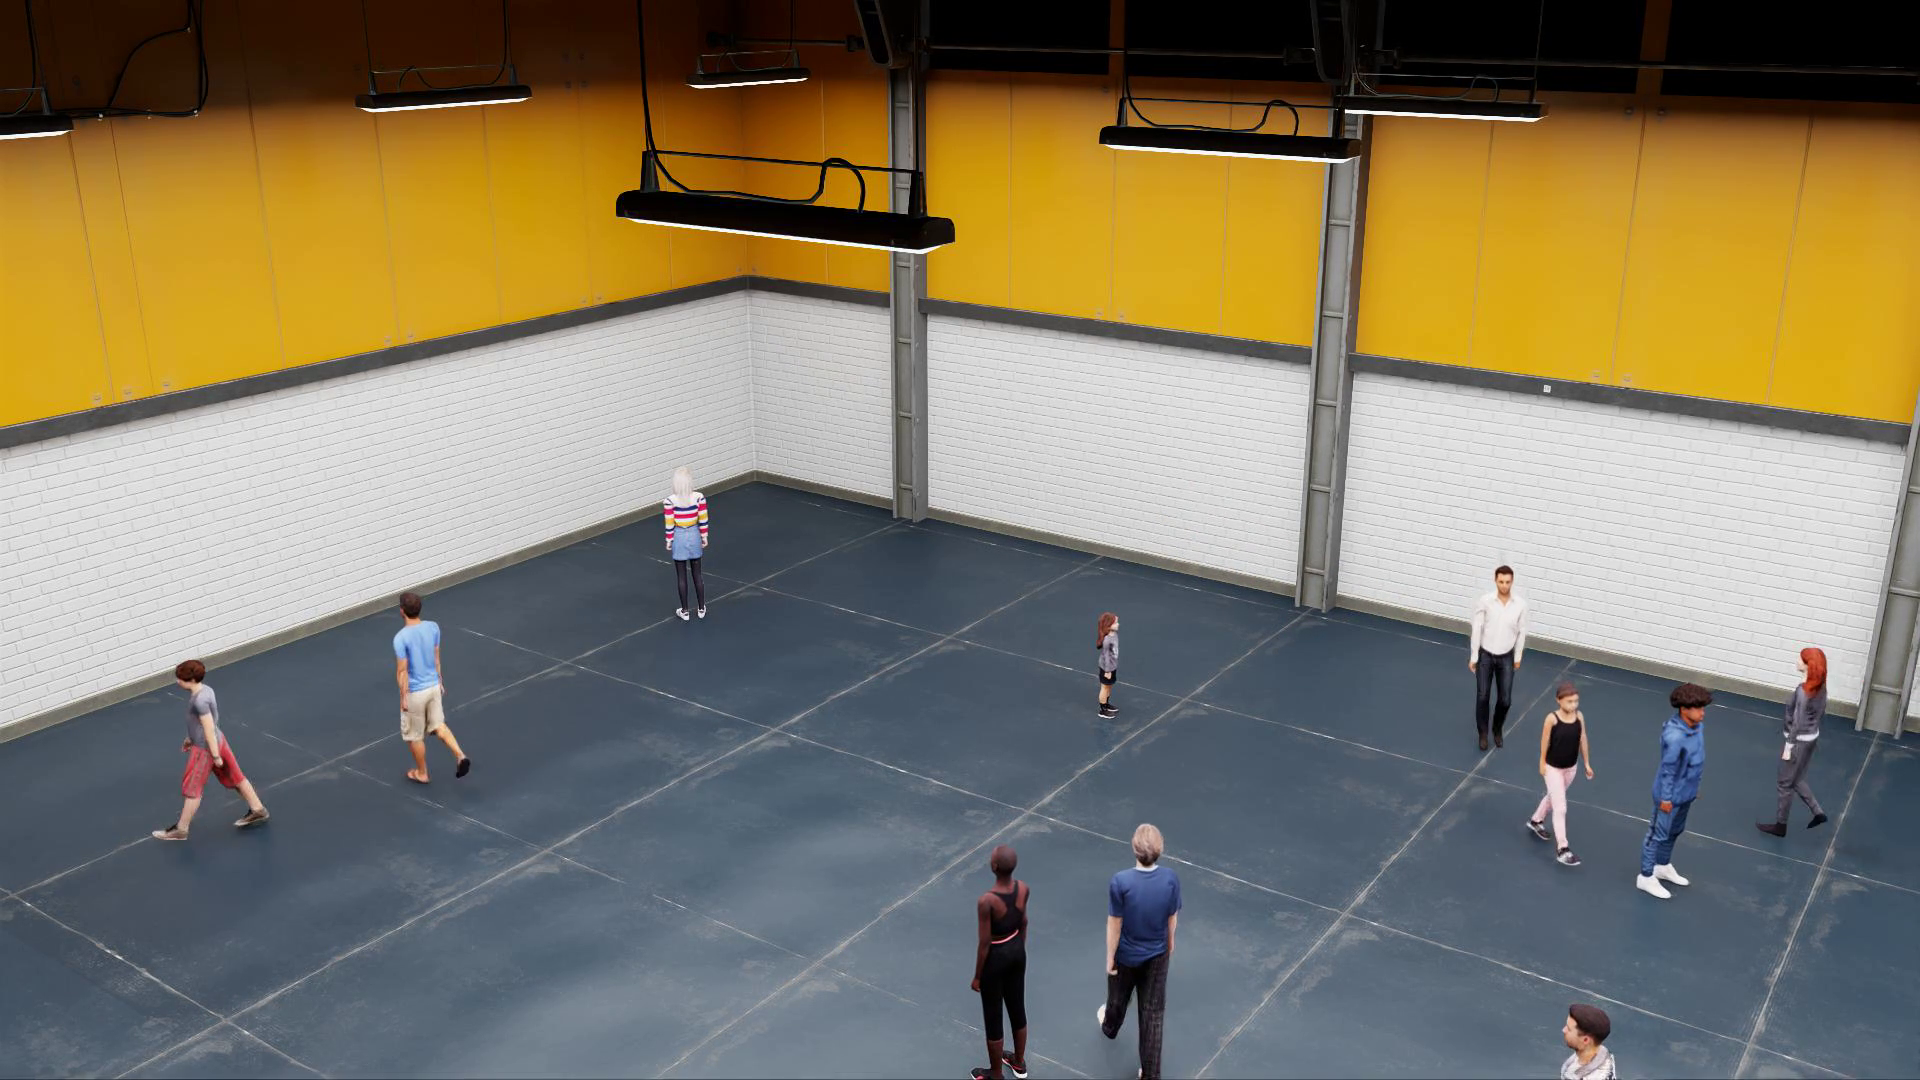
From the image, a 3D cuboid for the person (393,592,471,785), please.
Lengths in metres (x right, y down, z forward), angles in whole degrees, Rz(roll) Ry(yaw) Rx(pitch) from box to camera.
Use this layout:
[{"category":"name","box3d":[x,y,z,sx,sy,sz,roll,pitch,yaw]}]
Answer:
[{"category":"person","box3d":[-4.837,1.388,15.105,0.943,1.845,0.646,12,22,31]}]

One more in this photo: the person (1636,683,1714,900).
[{"category":"person","box3d":[5.755,1.987,13.390,0.713,1.805,0.636,-16,24,-39]}]

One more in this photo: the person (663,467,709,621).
[{"category":"person","box3d":[-3.158,0.028,19.201,0.716,1.808,0.713,-7,20,-20]}]

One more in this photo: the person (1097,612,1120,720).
[{"category":"person","box3d":[1.489,1.234,16.720,0.528,1.106,0.524,5,19,15]}]

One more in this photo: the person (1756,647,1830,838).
[{"category":"person","box3d":[7.217,1.751,14.142,0.803,1.771,0.666,17,25,42]}]

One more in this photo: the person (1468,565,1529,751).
[{"category":"person","box3d":[5.116,1.098,15.951,0.675,1.855,0.811,4,19,12]}]

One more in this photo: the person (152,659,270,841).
[{"category":"person","box3d":[-6.366,1.787,14.296,1.076,1.604,1.138,-7,20,-19]}]

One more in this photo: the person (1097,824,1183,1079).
[{"category":"person","box3d":[1.221,2.797,10.952,1.141,1.826,1.191,-3,19,-9]}]

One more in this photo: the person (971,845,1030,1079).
[{"category":"person","box3d":[0.284,2.812,11.012,0.649,1.758,0.612,-15,24,-38]}]

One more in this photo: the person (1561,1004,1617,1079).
[{"category":"person","box3d":[3.480,3.404,9.121,0.790,1.845,0.757,8,20,22]}]

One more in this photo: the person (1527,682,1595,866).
[{"category":"person","box3d":[5.039,1.907,14.066,0.929,1.524,1.068,-5,19,-16]}]
